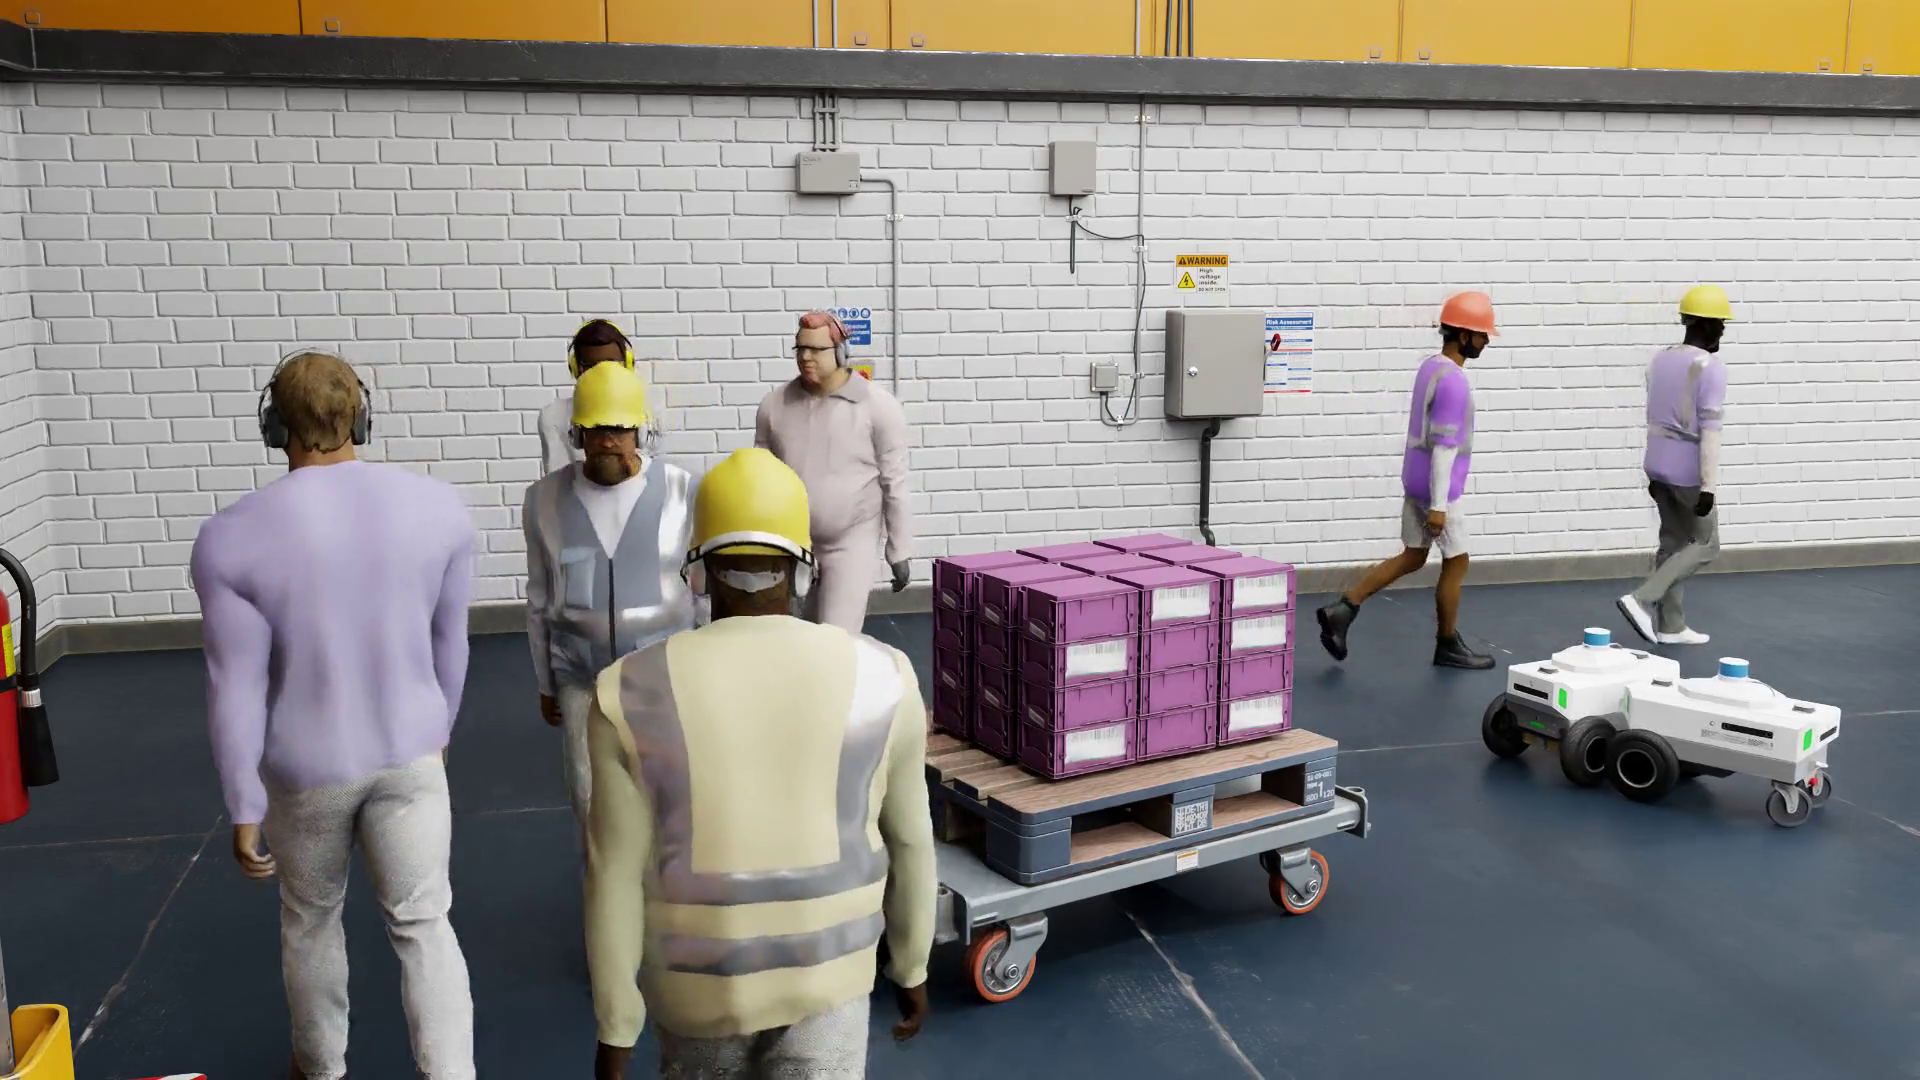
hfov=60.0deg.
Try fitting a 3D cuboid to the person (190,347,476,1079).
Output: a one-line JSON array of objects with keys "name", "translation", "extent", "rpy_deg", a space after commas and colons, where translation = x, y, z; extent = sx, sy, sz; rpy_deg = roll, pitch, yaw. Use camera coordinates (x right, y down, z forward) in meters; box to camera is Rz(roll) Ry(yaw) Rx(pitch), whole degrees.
[{"name": "person", "translation": [-1.373, 0.514, 3.788], "extent": [0.617, 1.901, 0.931], "rpy_deg": [-6, 12, -31]}]

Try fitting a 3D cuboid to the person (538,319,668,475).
[{"name": "person", "translation": [-1.311, 0.096, 6.278], "extent": [0.505, 1.829, 0.841], "rpy_deg": [-2, 10, -13]}]

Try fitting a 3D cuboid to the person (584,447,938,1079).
[{"name": "person", "translation": [-0.327, 0.741, 2.871], "extent": [0.621, 1.782, 0.894], "rpy_deg": [-2, 10, -13]}]

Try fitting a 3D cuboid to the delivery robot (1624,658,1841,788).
[{"name": "delivery robot", "translation": [2.903, 0.688, 6.274], "extent": [0.707, 0.478, 0.477], "rpy_deg": [10, 14, 44]}]

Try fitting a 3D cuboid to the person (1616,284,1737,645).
[{"name": "person", "translation": [3.717, -0.367, 8.636], "extent": [0.516, 1.910, 0.583], "rpy_deg": [-2, 10, -13]}]

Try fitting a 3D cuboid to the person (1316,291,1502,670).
[{"name": "person", "translation": [2.227, -0.271, 8.157], "extent": [0.835, 1.896, 0.587], "rpy_deg": [1, 10, 3]}]

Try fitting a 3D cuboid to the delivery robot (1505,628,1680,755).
[{"name": "delivery robot", "translation": [2.574, 0.601, 6.759], "extent": [0.707, 0.478, 0.477], "rpy_deg": [-5, 11, -27]}]

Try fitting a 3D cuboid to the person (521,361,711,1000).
[{"name": "person", "translation": [-0.976, 0.356, 4.956], "extent": [0.610, 1.800, 0.861], "rpy_deg": [0, 10, -2]}]

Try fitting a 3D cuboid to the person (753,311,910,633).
[{"name": "person", "translation": [-0.546, 0.006, 6.730], "extent": [0.671, 1.859, 1.015], "rpy_deg": [4, 11, 21]}]
